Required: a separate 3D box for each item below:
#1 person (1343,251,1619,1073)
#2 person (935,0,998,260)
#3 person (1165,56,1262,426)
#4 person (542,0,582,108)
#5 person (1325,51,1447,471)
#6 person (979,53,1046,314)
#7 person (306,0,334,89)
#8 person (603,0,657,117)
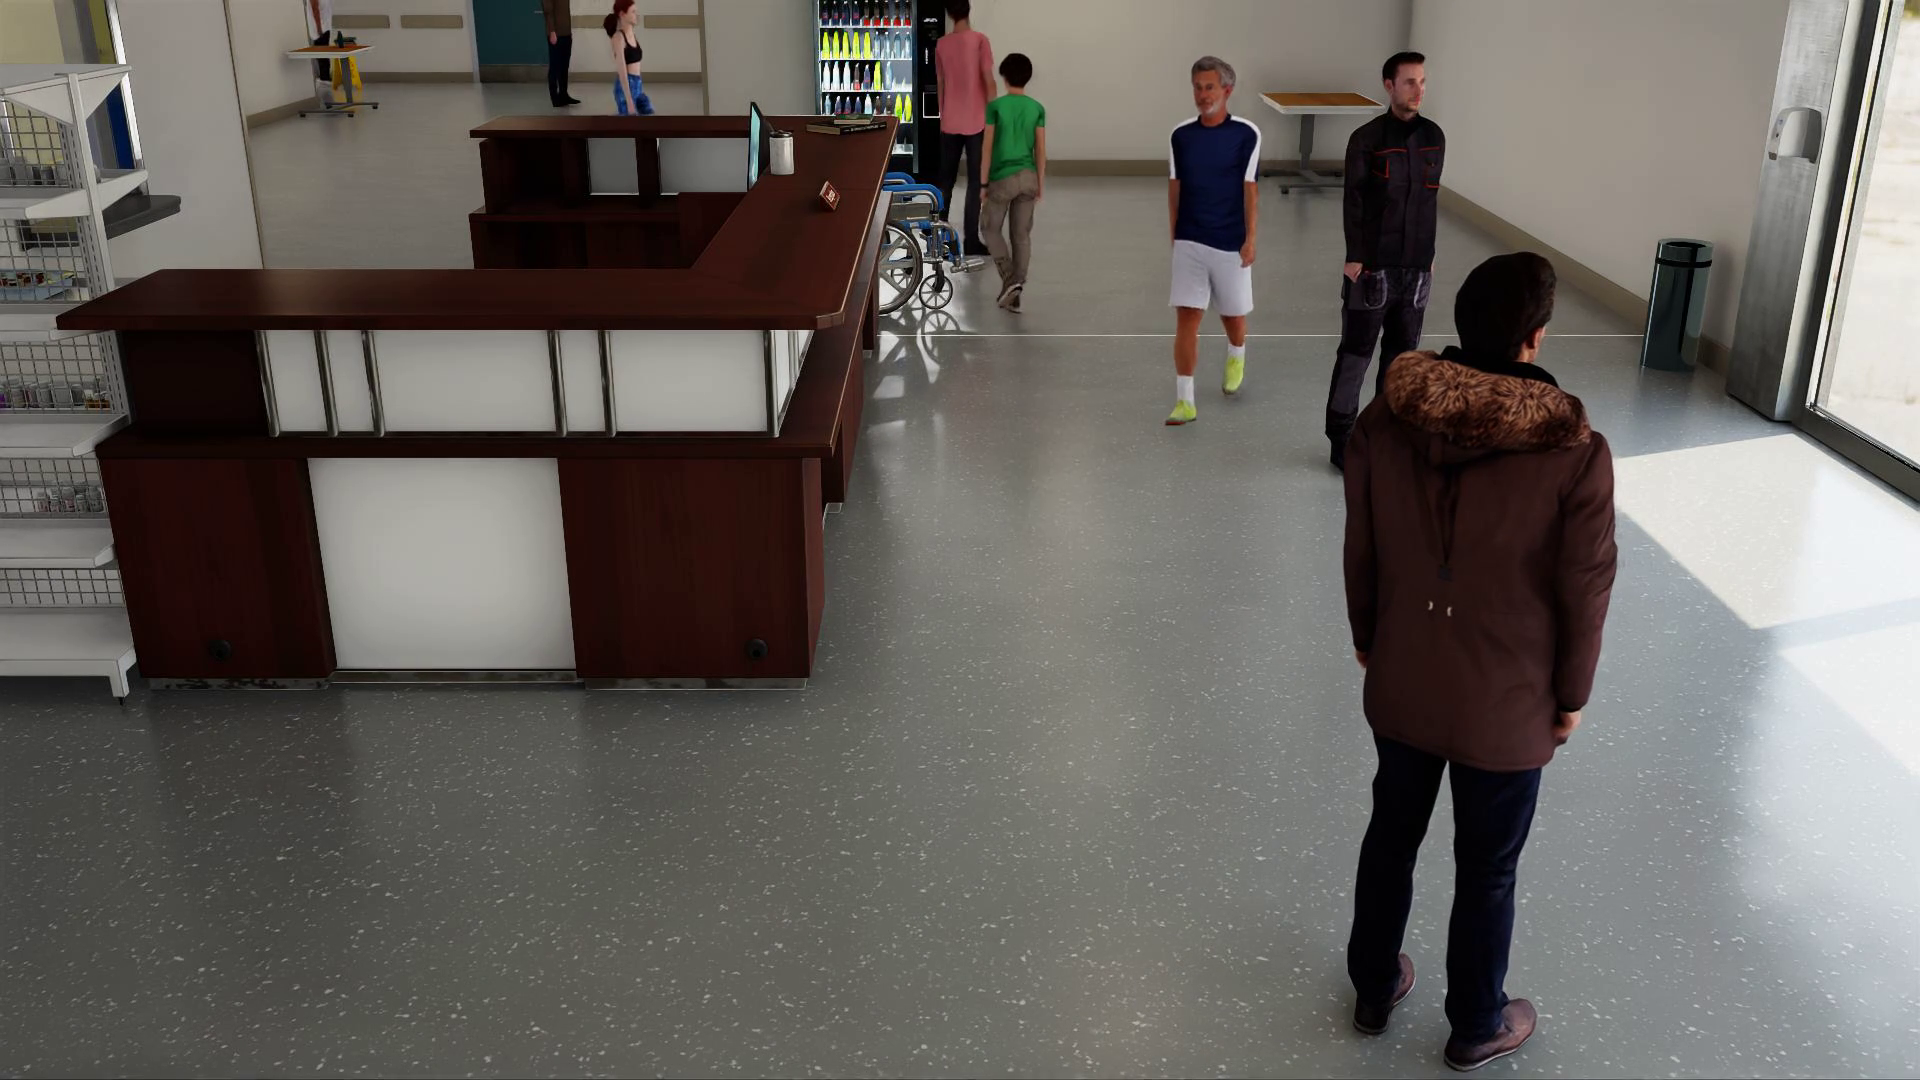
[{"bbox_3d":[1.093,0.293,3.634,0.849,1.847,0.921,18,27,39],"label":"person"},{"bbox_3d":[0.061,-3.083,12.411,0.890,1.944,0.756,-18,27,-39],"label":"person"},{"bbox_3d":[1.313,-1.514,8.454,1.140,1.812,0.976,8,22,20],"label":"person"},{"bbox_3d":[-5.381,-6.796,22.294,0.669,1.887,0.715,7,22,17],"label":"person"},{"bbox_3d":[1.981,-1.277,7.684,0.688,1.914,0.832,-9,23,-23],"label":"person"},{"bbox_3d":[0.359,-2.267,10.676,0.690,1.645,0.744,-5,21,-14],"label":"person"},{"bbox_3d":[-9.546,-7.650,24.825,0.726,1.690,0.736,-7,22,-17],"label":"person"},{"bbox_3d":[-3.014,-3.905,14.815,0.711,1.776,0.660,4,21,11],"label":"person"}]
